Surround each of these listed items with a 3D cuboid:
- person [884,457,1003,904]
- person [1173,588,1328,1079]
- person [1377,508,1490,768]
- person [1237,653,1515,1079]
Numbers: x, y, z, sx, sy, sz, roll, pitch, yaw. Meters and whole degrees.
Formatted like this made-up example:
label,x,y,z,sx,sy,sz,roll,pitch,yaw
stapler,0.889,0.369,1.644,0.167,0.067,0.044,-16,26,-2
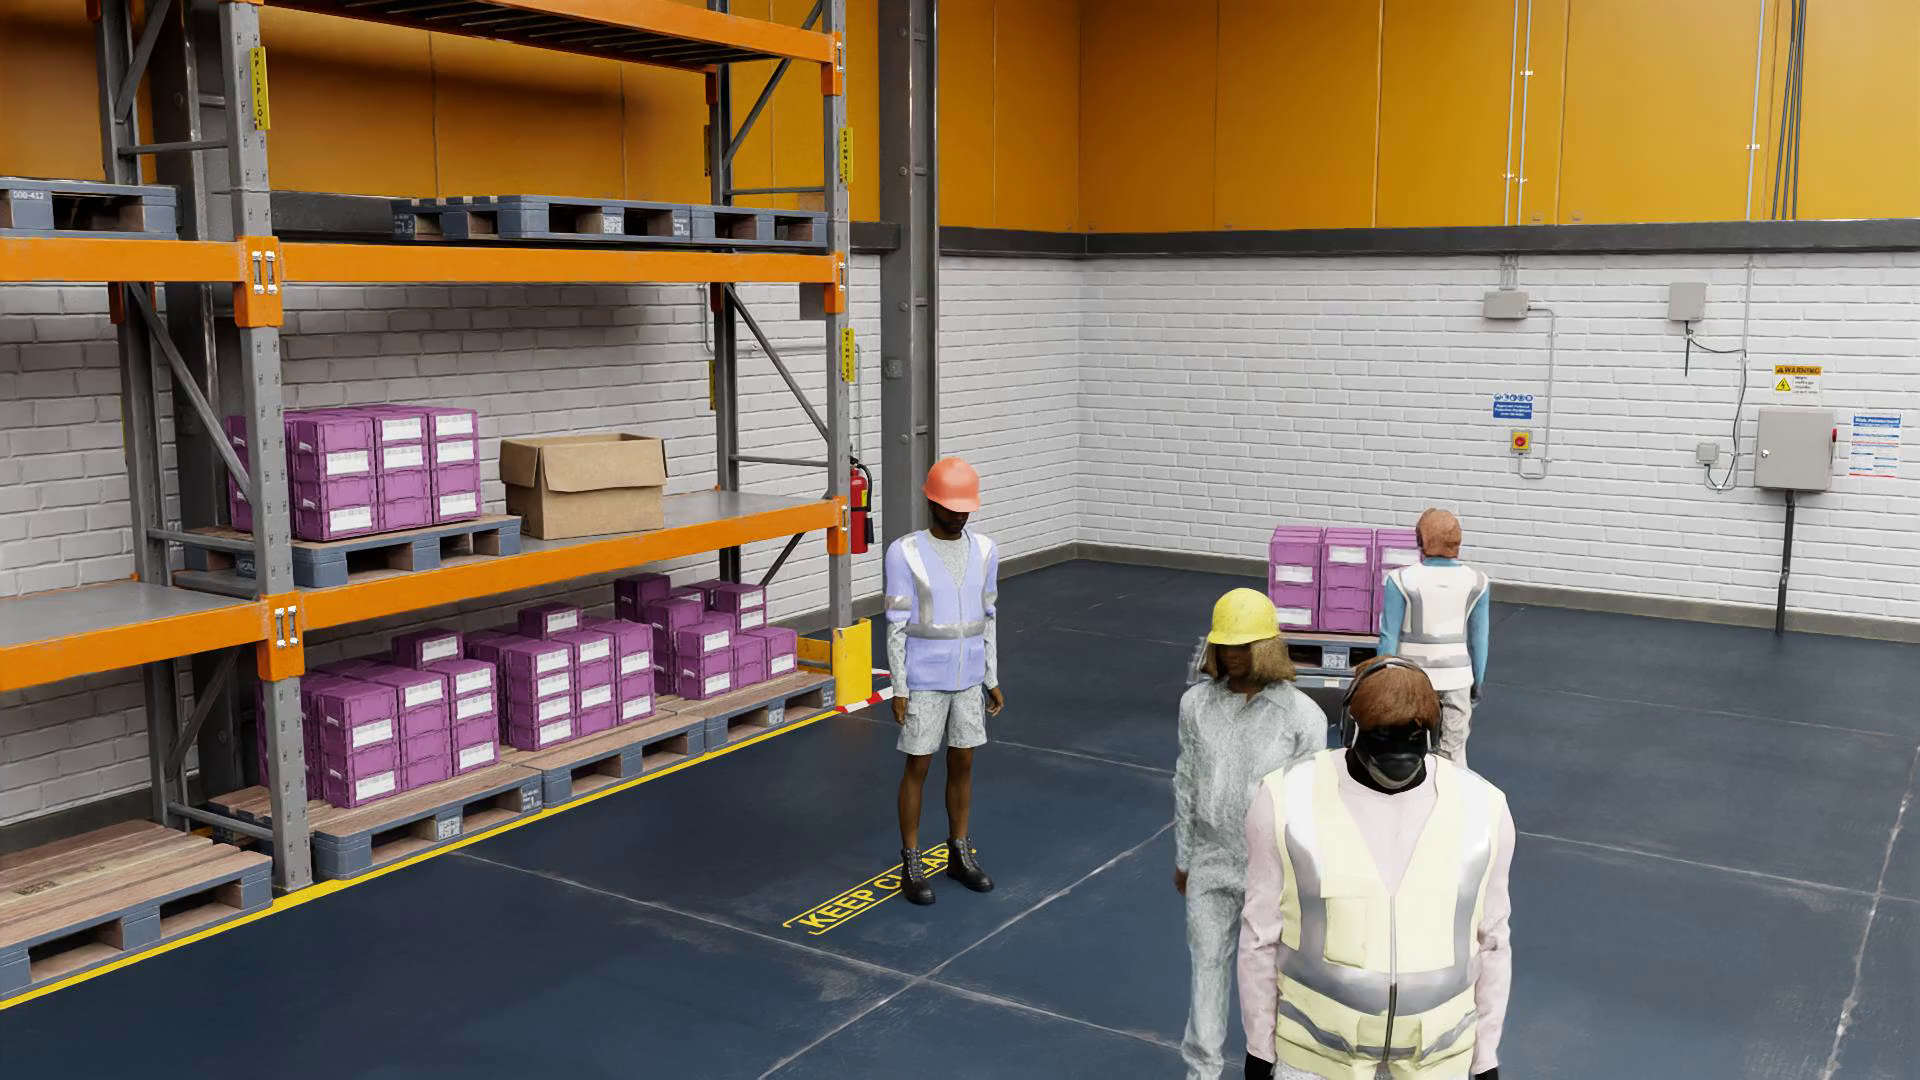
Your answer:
label,x,y,z,sx,sy,sz,roll,pitch,yaw
person,-0.053,0.598,7.196,0.543,1.928,0.372,-5,10,-29
person,0.886,1.005,5.179,0.491,1.748,0.344,5,10,29
person,2.191,0.669,7.707,0.532,1.631,0.315,-1,9,-7
person,0.948,1.164,3.814,0.624,1.840,0.429,1,9,4
